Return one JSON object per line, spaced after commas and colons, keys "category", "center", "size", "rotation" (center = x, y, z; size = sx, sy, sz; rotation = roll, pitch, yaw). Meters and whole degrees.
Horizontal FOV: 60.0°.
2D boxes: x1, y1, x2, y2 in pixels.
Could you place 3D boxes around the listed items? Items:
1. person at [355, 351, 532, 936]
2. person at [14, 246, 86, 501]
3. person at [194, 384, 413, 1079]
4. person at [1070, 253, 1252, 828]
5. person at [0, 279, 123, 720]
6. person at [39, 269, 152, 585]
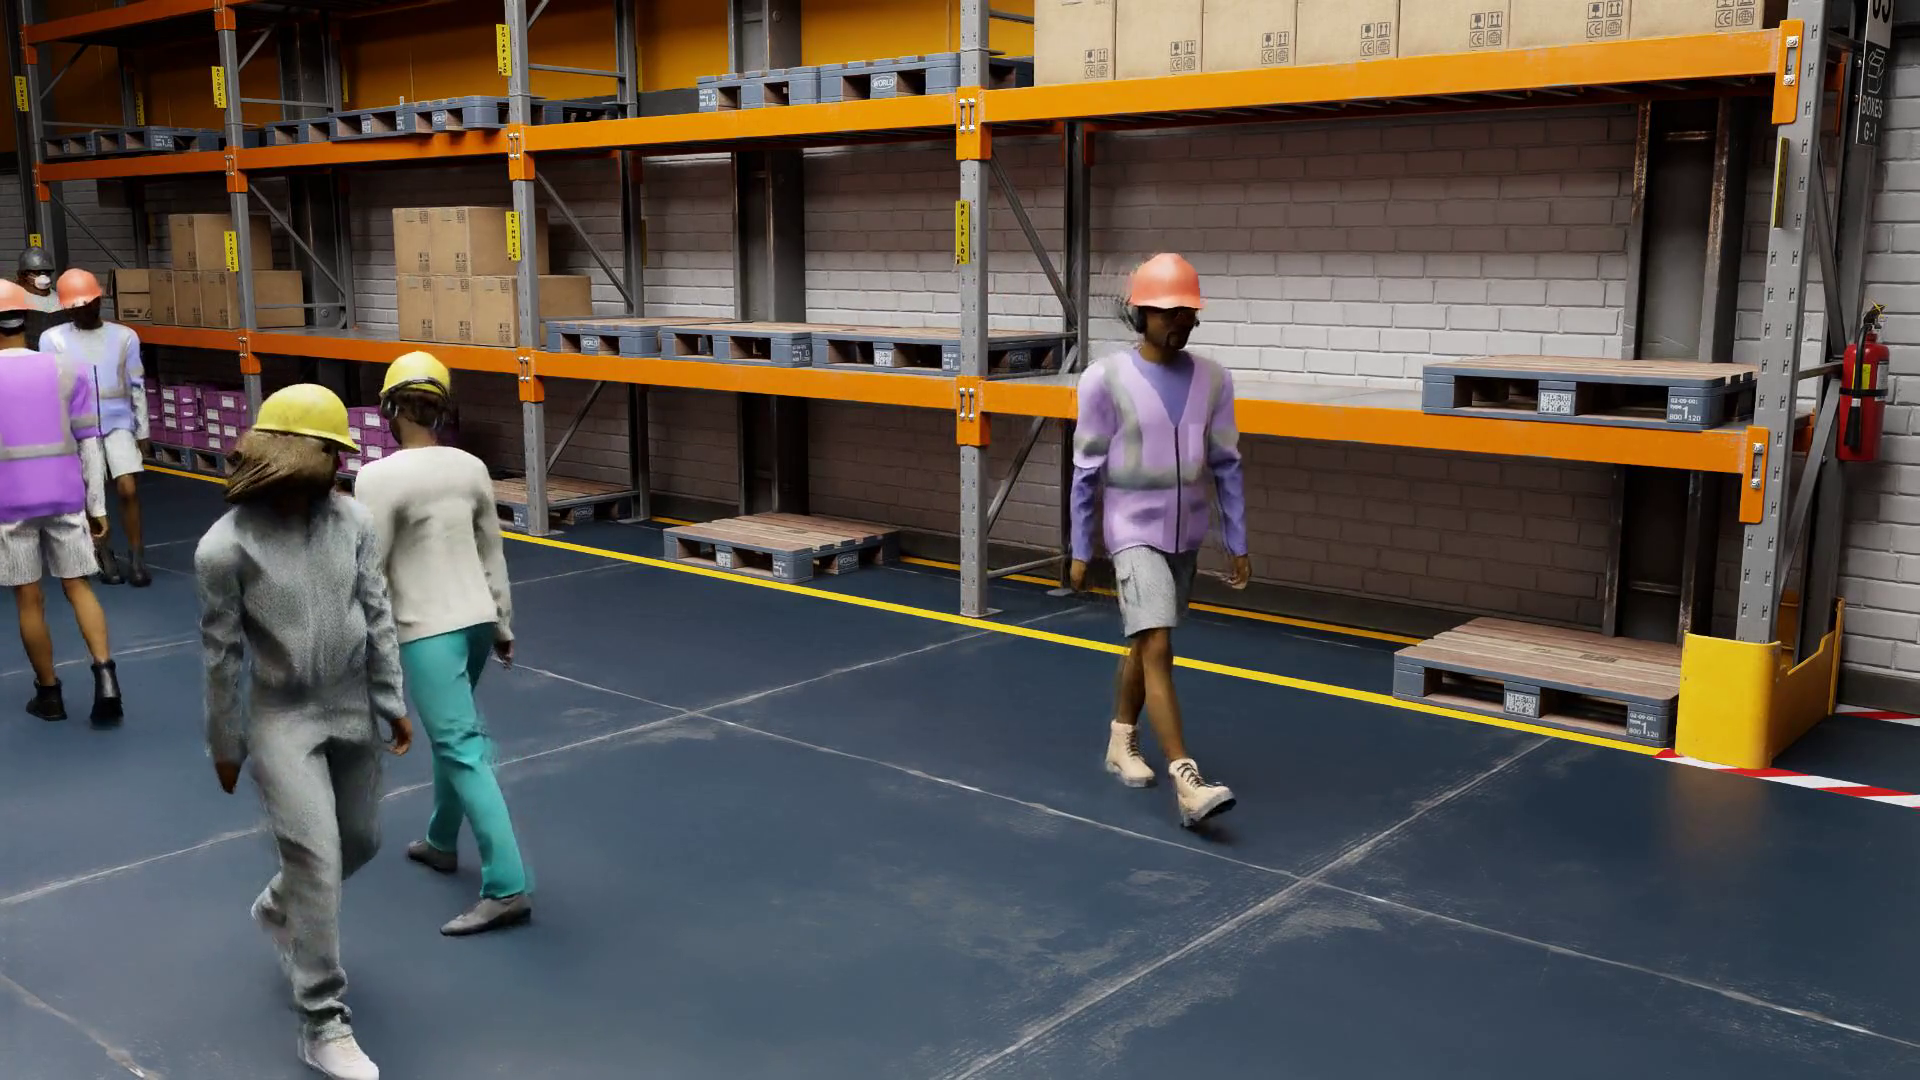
{"category": "person", "center": [-1.577, 0.289, 5.084], "size": [0.753, 1.712, 0.568], "rotation": [4, 11, 22]}
{"category": "person", "center": [-7.205, -1.292, 13.139], "size": [0.535, 2.000, 0.673], "rotation": [6, 12, 33]}
{"category": "person", "center": [-1.683, 0.445, 4.238], "size": [0.753, 1.696, 0.480], "rotation": [6, 12, 32]}
{"category": "person", "center": [0.765, -0.003, 5.923], "size": [0.634, 1.991, 1.011], "rotation": [-5, 11, -24]}
{"category": "person", "center": [-3.896, -0.122, 7.017], "size": [0.571, 1.871, 0.641], "rotation": [-9, 13, -41]}
{"category": "person", "center": [-5.088, -0.644, 9.848], "size": [0.579, 1.893, 0.637], "rotation": [-6, 12, -31]}
